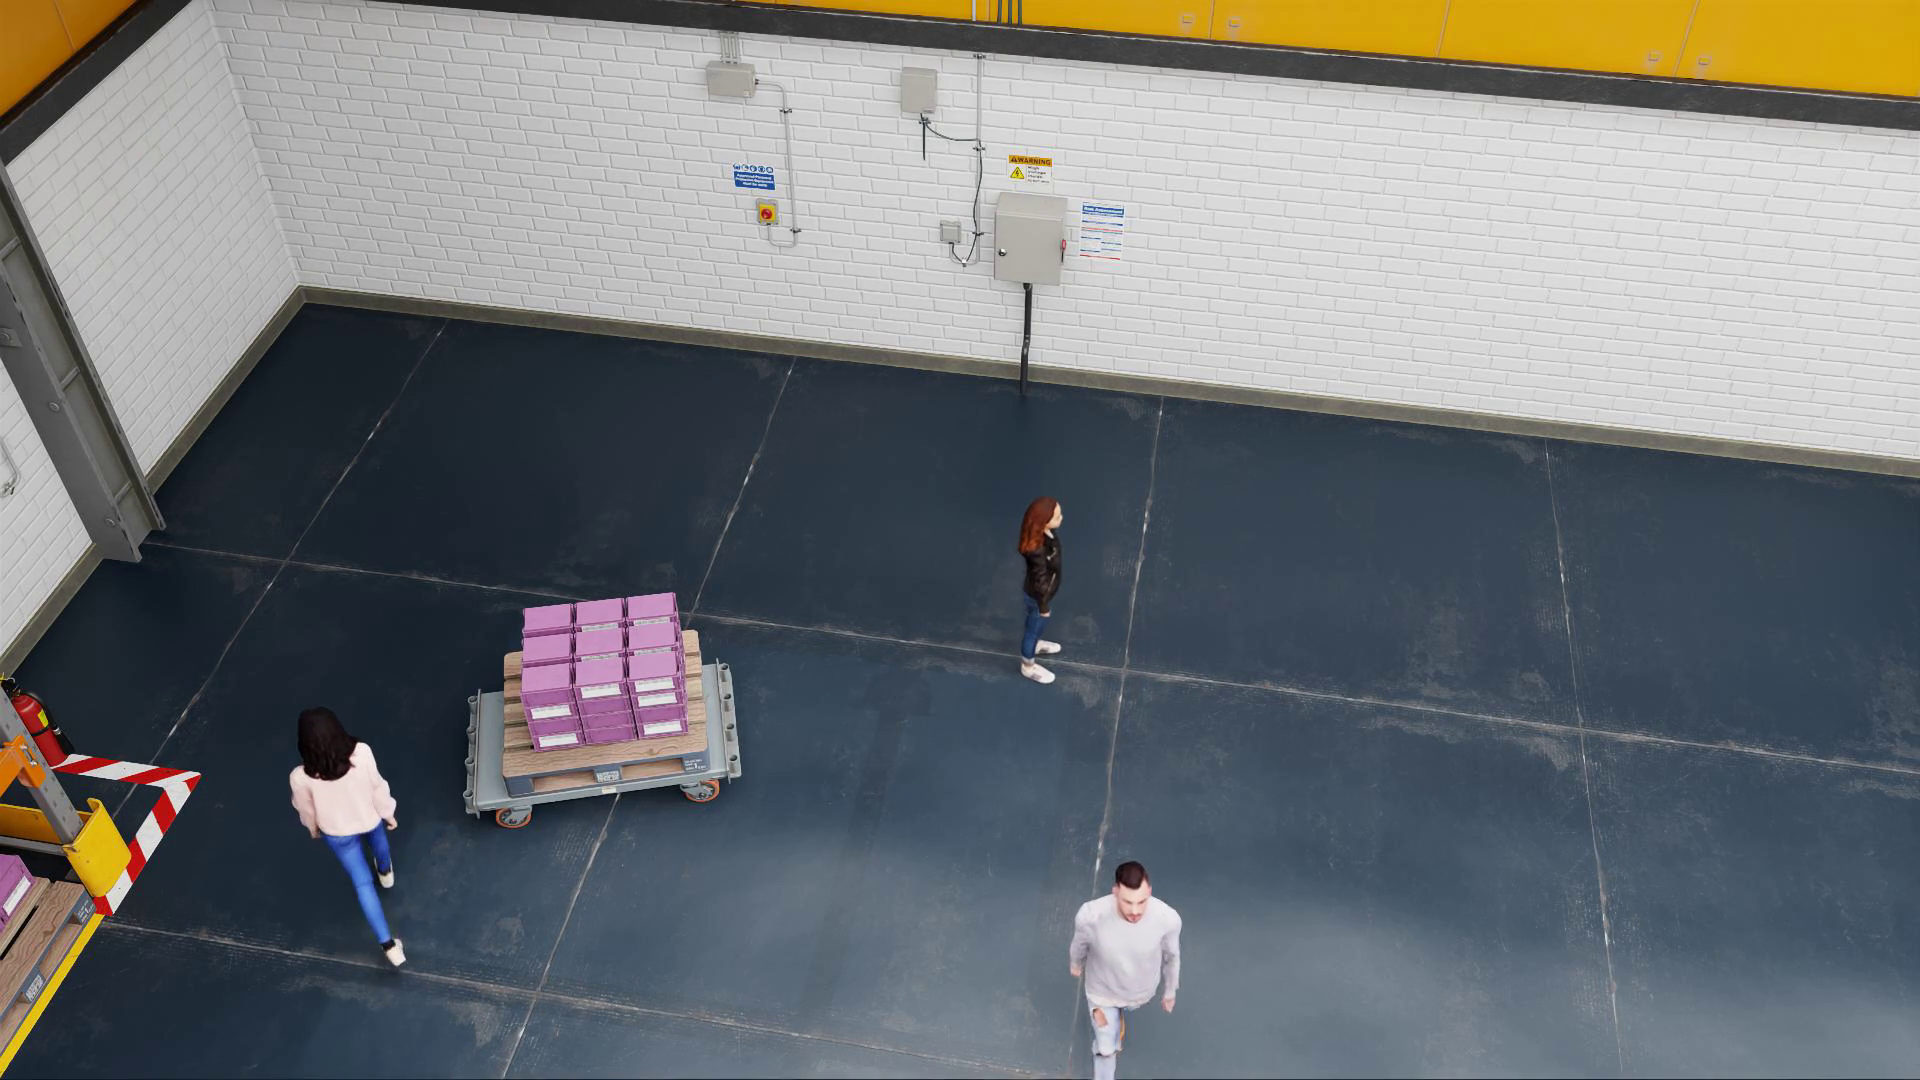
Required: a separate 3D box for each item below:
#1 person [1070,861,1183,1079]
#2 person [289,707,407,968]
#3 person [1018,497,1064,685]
[{"bbox_3d":[0.824,2.156,8.452,0.823,1.800,1.196,0,44,0],"label":"person"},{"bbox_3d":[-3.291,1.618,9.066,1.070,1.732,1.223,-18,47,-18],"label":"person"},{"bbox_3d":[0.502,0.285,10.646,0.631,1.483,0.454,6,44,6],"label":"person"}]
